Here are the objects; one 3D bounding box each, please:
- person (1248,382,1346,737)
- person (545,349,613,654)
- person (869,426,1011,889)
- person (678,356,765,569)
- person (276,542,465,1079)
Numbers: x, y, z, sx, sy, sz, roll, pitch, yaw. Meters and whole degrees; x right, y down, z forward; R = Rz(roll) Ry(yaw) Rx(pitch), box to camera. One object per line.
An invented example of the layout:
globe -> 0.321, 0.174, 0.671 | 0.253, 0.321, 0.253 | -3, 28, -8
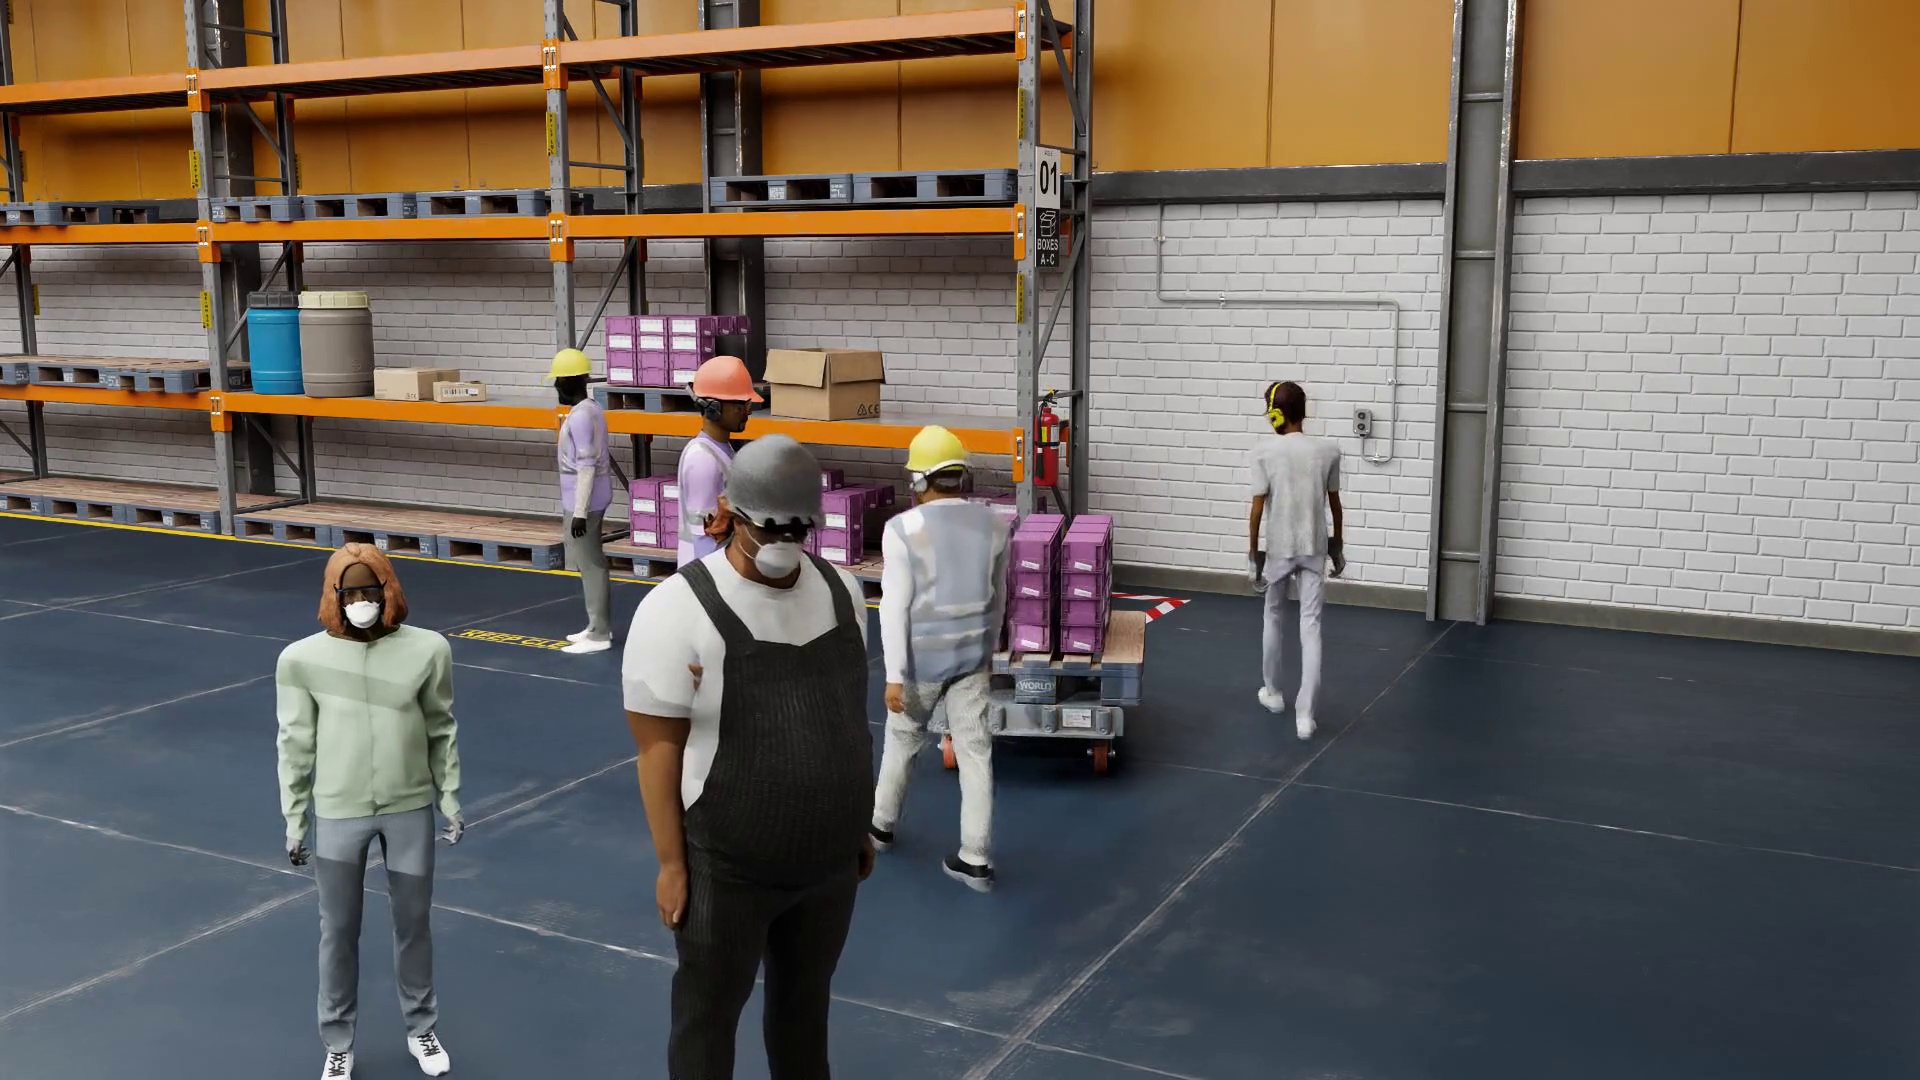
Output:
person -> 1.784, 0.075, 8.848 | 0.561, 1.821, 0.871 | 1, 9, 4
person -> -2.397, -0.245, 10.513 | 0.387, 1.922, 0.594 | -1, 9, -7
person -> -0.130, 0.436, 6.695 | 0.625, 1.790, 0.897 | -5, 11, -30
person -> -1.058, 0.199, 7.439 | 0.401, 2.038, 0.604 | 0, 9, -2
person -> -1.726, 0.810, 4.903 | 0.508, 1.632, 0.265 | -5, 10, -27
